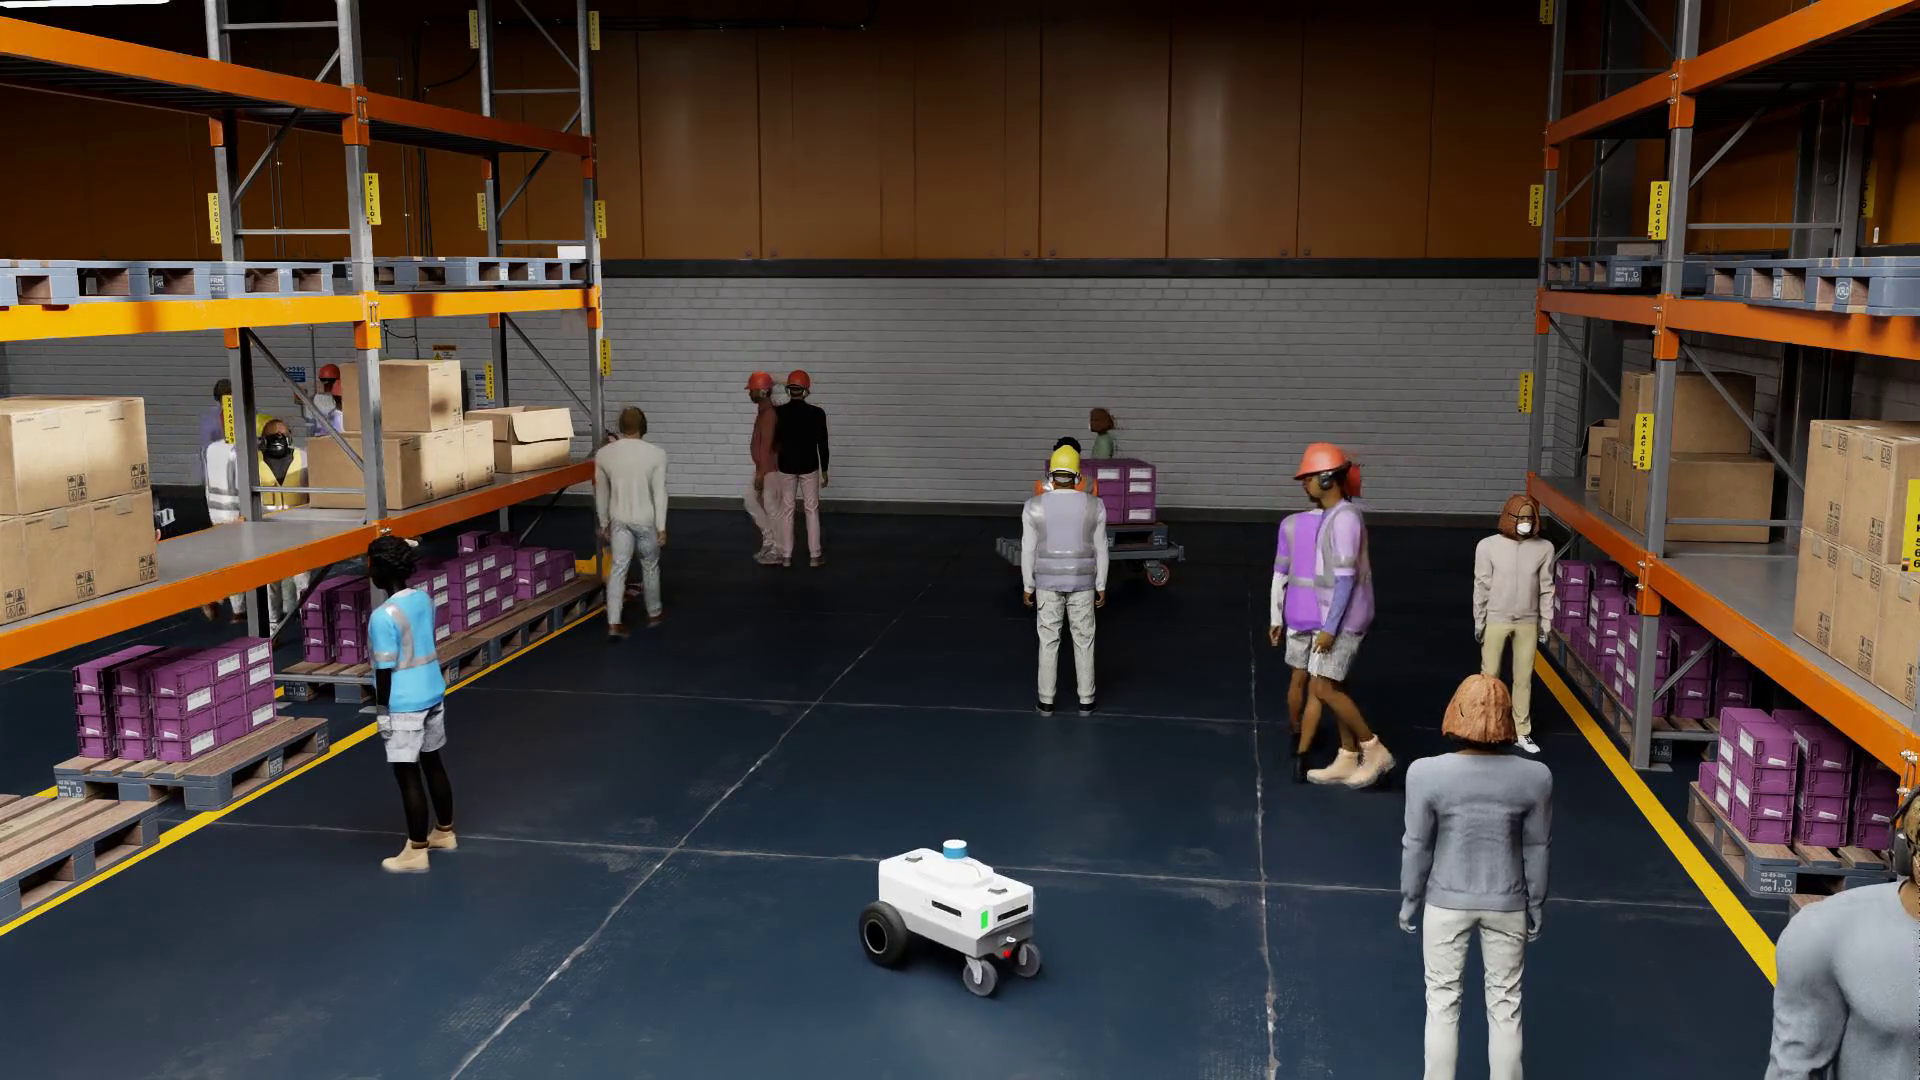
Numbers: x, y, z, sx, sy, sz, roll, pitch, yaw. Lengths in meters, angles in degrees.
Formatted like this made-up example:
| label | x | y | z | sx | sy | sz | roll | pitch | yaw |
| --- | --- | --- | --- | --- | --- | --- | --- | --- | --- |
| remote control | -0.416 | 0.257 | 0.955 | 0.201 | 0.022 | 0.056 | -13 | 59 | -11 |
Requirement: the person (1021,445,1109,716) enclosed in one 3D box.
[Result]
| label | x | y | z | sx | sy | sz | roll | pitch | yaw |
| --- | --- | --- | --- | --- | --- | --- | --- | --- | --- |
| person | 0.704 | 0.278 | 11.165 | 0.588 | 1.835 | 0.403 | 0 | 9 | 3 |

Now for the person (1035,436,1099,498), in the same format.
| label | x | y | z | sx | sy | sz | roll | pitch | yaw |
| --- | --- | --- | --- | --- | --- | --- | --- | --- | --- |
| person | 0.838 | 0.034 | 13.098 | 0.535 | 1.697 | 0.318 | -2 | 9 | -10 |

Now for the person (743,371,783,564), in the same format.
| label | x | y | z | sx | sy | sz | roll | pitch | yaw |
| --- | --- | --- | --- | --- | --- | --- | --- | --- | --- |
| person | -1.985 | -0.723 | 16.926 | 0.498 | 1.976 | 0.620 | -2 | 9 | -14 |

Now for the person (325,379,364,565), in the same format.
| label | x | y | z | sx | sy | sz | roll | pitch | yaw |
| --- | --- | --- | --- | --- | --- | --- | --- | --- | --- |
| person | -6.250 | -0.692 | 16.923 | 0.460 | 1.908 | 0.564 | -4 | 10 | -24 |

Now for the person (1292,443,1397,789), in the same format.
| label | x | y | z | sx | sy | sz | roll | pitch | yaw |
| --- | --- | --- | --- | --- | --- | --- | --- | --- | --- |
| person | 2.163 | 0.449 | 9.578 | 0.536 | 2.010 | 0.637 | 1 | 9 | 3 |

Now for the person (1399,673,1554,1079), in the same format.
| label | x | y | z | sx | sy | sz | roll | pitch | yaw |
| --- | --- | --- | --- | --- | --- | --- | --- | --- | --- |
| person | 1.765 | 1.262 | 5.723 | 0.498 | 1.632 | 0.282 | 1 | 9 | 7 |

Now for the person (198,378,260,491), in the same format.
| label | x | y | z | sx | sy | sz | roll | pitch | yaw |
| --- | --- | --- | --- | --- | --- | --- | --- | --- | --- |
| person | -7.277 | -0.659 | 16.723 | 0.504 | 1.913 | 0.637 | 7 | 12 | 37 |

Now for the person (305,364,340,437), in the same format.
| label | x | y | z | sx | sy | sz | roll | pitch | yaw |
| --- | --- | --- | --- | --- | --- | --- | --- | --- | --- |
| person | -7.147 | -1.039 | 18.978 | 0.552 | 1.933 | 0.364 | 0 | 9 | 0 |

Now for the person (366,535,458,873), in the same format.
| label | x | y | z | sx | sy | sz | roll | pitch | yaw |
| --- | --- | --- | --- | --- | --- | --- | --- | --- | --- |
| person | -2.765 | 0.815 | 8.327 | 0.323 | 1.690 | 0.535 | 1 | 9 | 9 |

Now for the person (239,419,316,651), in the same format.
| label | x | y | z | sx | sy | sz | roll | pitch | yaw |
| --- | --- | --- | --- | --- | --- | --- | --- | --- | --- |
| person | -5.333 | -0.036 | 13.116 | 0.626 | 1.837 | 0.429 | -4 | 10 | -23 |

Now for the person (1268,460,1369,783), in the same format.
| label | x | y | z | sx | sy | sz | roll | pitch | yaw |
| --- | --- | --- | --- | --- | --- | --- | --- | --- | --- |
| person | 2.171 | 0.463 | 9.900 | 0.560 | 1.880 | 0.830 | 7 | 11 | 36 |

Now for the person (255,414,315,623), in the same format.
| label | x | y | z | sx | sy | sz | roll | pitch | yaw |
| --- | --- | --- | --- | --- | --- | --- | --- | --- | --- |
| person | -5.725 | -0.168 | 14.035 | 0.624 | 1.799 | 0.507 | 7 | 12 | 37 |

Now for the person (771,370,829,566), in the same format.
| label | x | y | z | sx | sy | sz | roll | pitch | yaw |
| --- | --- | --- | --- | --- | --- | --- | --- | --- | --- |
| person | -1.630 | -0.724 | 16.852 | 0.618 | 1.993 | 0.396 | 1 | 9 | 3 |

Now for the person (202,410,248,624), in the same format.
| label | x | y | z | sx | sy | sz | roll | pitch | yaw |
| --- | --- | --- | --- | --- | --- | --- | --- | --- | --- |
| person | -6.150 | -0.181 | 13.926 | 0.600 | 1.869 | 0.645 | 5 | 10 | 26 |

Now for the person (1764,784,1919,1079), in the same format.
| label | x | y | z | sx | sy | sz | roll | pitch | yaw |
| --- | --- | --- | --- | --- | --- | --- | --- | --- | --- |
| person | 2.093 | 1.443 | 3.659 | 0.634 | 1.938 | 0.355 | 2 | 9 | 10 |

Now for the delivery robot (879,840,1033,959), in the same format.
| label | x | y | z | sx | sy | sz | roll | pitch | yaw |
| --- | --- | --- | --- | --- | --- | --- | --- | --- | --- |
| delivery robot | -0.020 | 1.527 | 7.109 | 0.477 | 0.478 | 0.707 | -9 | 13 | -43 |

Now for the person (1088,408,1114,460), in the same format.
| label | x | y | z | sx | sy | sz | roll | pitch | yaw |
| --- | --- | --- | --- | --- | --- | --- | --- | --- | --- |
| person | 1.501 | -0.540 | 16.889 | 0.594 | 1.612 | 0.506 | -1 | 9 | -5 |

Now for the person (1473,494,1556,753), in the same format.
| label | x | y | z | sx | sy | sz | roll | pitch | yaw |
| --- | --- | --- | --- | --- | --- | --- | --- | --- | --- |
| person | 3.429 | 0.521 | 10.314 | 0.500 | 1.628 | 0.277 | 0 | 9 | 2 |

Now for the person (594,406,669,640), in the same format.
| label | x | y | z | sx | sy | sz | roll | pitch | yaw |
| --- | --- | --- | --- | --- | --- | --- | --- | --- | --- |
| person | -2.696 | -0.150 | 13.647 | 0.645 | 1.896 | 1.005 | 1 | 9 | 7 |

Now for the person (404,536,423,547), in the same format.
| label | x | y | z | sx | sy | sz | roll | pitch | yaw |
| --- | --- | --- | --- | --- | --- | --- | --- | --- | --- |
| person | -6.079 | -0.847 | 18.088 | 0.429 | 1.843 | 0.633 | -1 | 9 | -7 |
